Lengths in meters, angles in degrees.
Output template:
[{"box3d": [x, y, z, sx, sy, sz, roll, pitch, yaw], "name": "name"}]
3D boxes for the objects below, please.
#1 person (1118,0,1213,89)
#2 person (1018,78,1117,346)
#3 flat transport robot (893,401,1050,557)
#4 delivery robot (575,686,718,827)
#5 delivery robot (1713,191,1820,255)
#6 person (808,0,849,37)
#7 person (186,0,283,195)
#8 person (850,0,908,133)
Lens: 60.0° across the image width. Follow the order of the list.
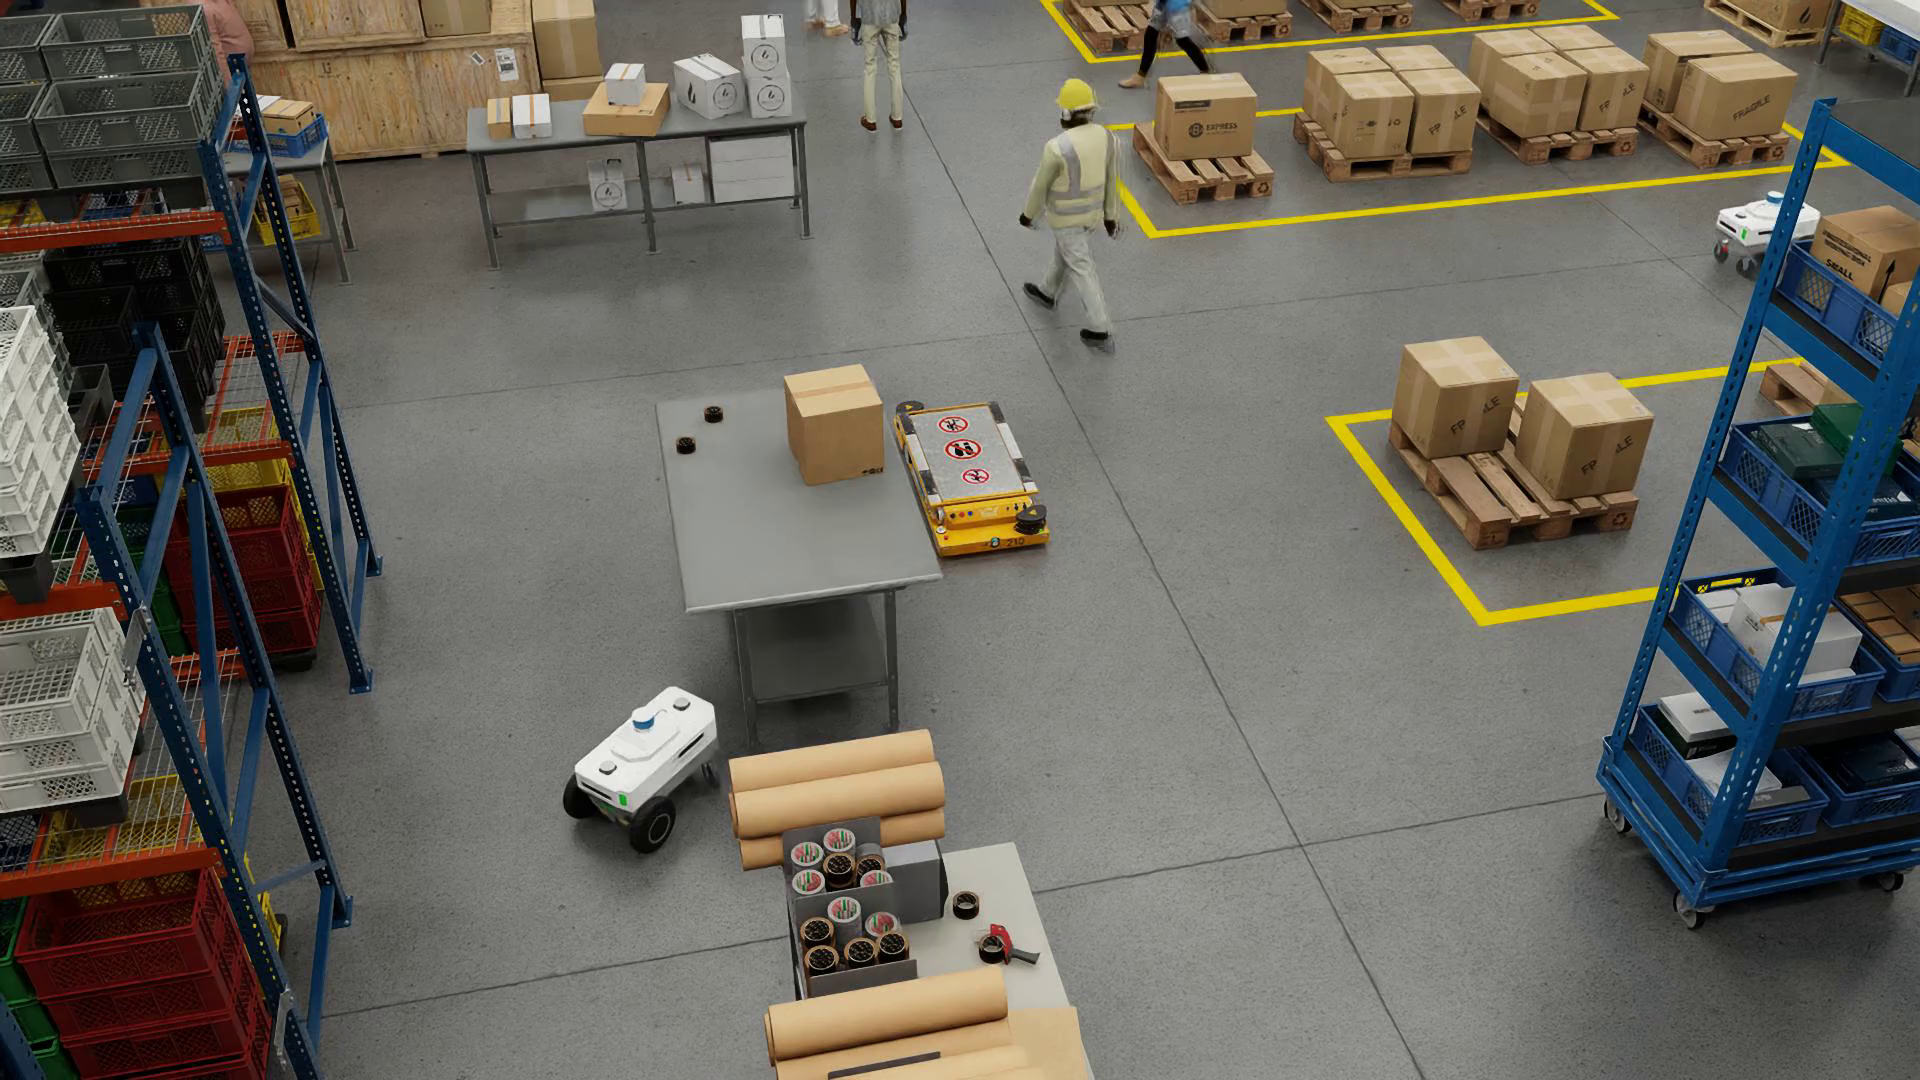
[{"box3d": [1.935, -4.811, 14.848, 0.873, 1.645, 0.543, -1, 37, -1], "name": "person"}, {"box3d": [0.776, -2.236, 11.289, 0.576, 1.783, 0.977, -30, 46, -34], "name": "person"}, {"box3d": [0.046, -0.430, 10.108, 0.652, 0.197, 1.431, -8, 37, -10], "name": "flat transport robot"}, {"box3d": [-1.476, 1.000, 7.874, 0.477, 0.478, 0.707, 21, 42, 26], "name": "delivery robot"}, {"box3d": [6.002, -2.354, 12.382, 0.707, 0.478, 0.477, -11, 38, -14], "name": "delivery robot"}, {"box3d": [-1.349, -5.814, 16.055, 0.649, 1.835, 0.435, 26, 44, 30], "name": "person"}, {"box3d": [-5.741, -3.690, 13.135, 0.407, 1.903, 0.639, -8, 37, -11], "name": "person"}, {"box3d": [-0.687, -4.395, 14.124, 0.501, 1.857, 0.327, -5, 37, -7], "name": "person"}]
